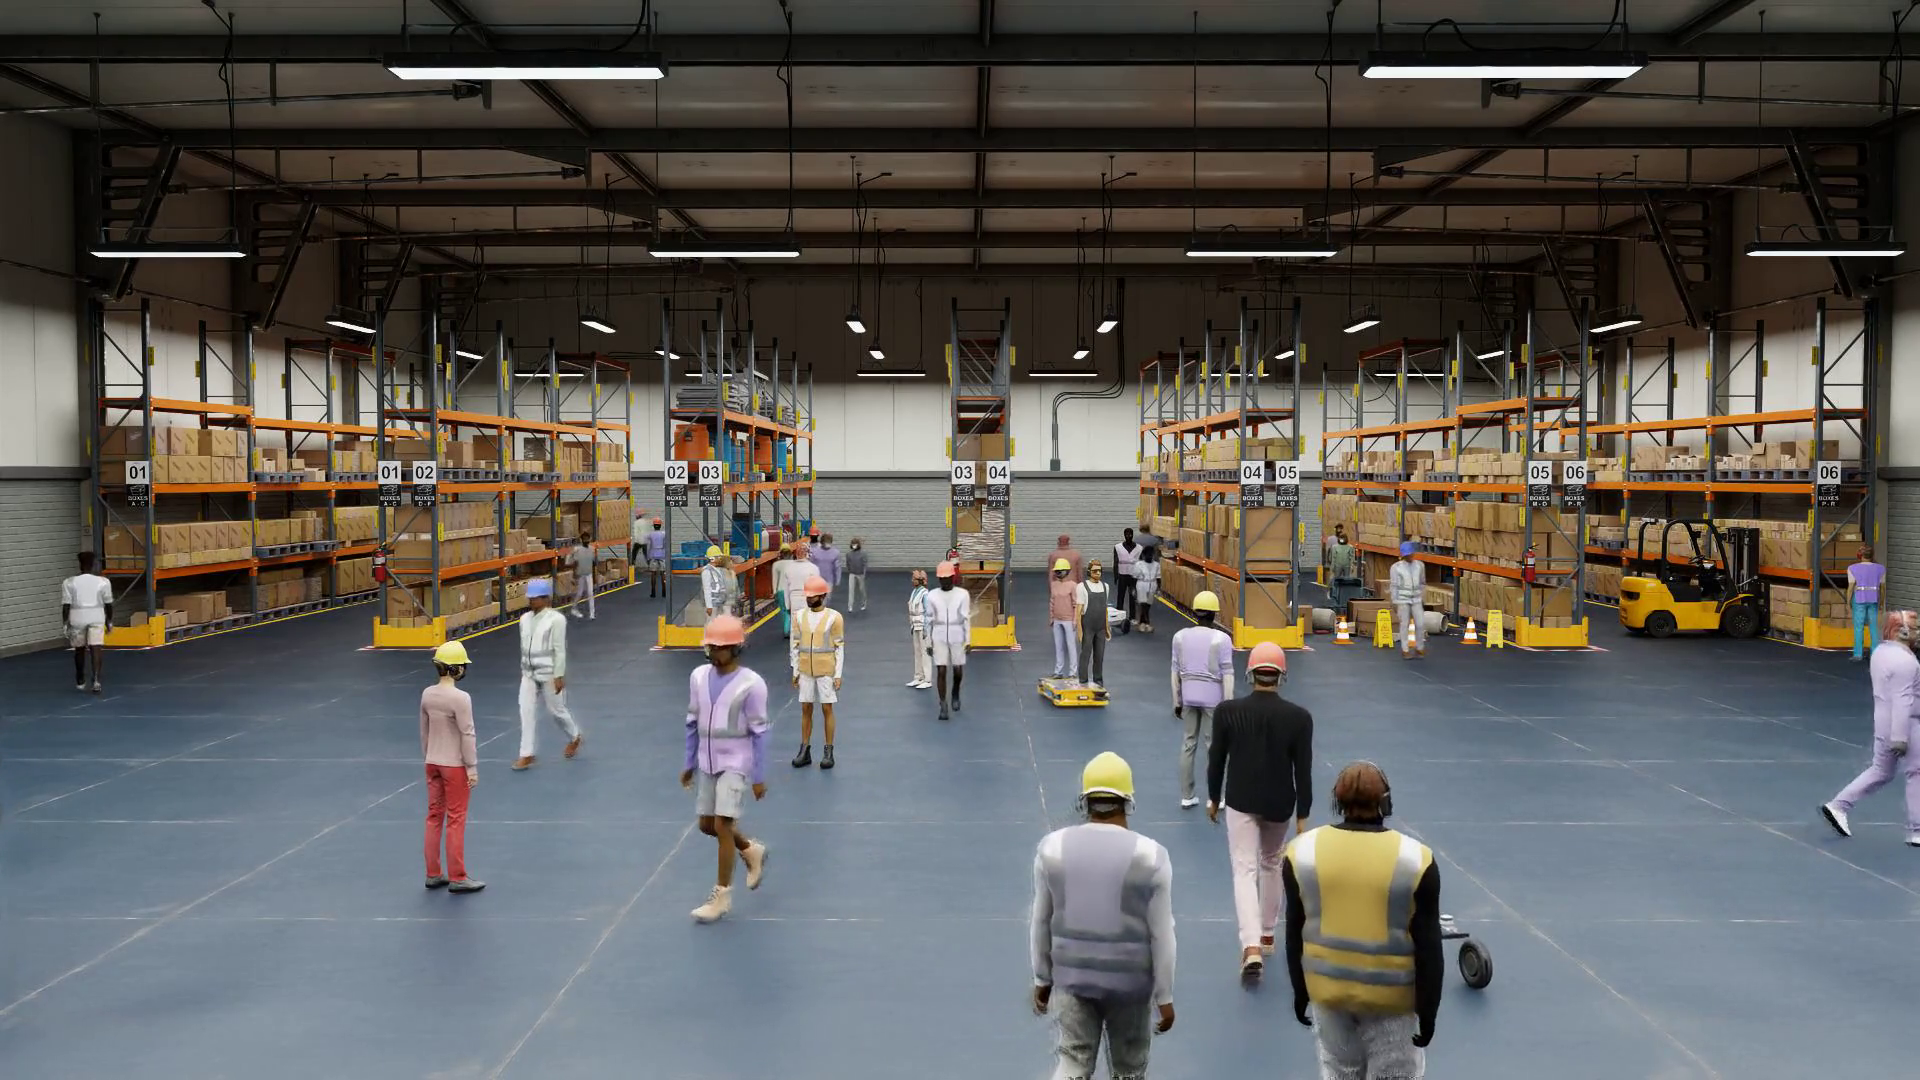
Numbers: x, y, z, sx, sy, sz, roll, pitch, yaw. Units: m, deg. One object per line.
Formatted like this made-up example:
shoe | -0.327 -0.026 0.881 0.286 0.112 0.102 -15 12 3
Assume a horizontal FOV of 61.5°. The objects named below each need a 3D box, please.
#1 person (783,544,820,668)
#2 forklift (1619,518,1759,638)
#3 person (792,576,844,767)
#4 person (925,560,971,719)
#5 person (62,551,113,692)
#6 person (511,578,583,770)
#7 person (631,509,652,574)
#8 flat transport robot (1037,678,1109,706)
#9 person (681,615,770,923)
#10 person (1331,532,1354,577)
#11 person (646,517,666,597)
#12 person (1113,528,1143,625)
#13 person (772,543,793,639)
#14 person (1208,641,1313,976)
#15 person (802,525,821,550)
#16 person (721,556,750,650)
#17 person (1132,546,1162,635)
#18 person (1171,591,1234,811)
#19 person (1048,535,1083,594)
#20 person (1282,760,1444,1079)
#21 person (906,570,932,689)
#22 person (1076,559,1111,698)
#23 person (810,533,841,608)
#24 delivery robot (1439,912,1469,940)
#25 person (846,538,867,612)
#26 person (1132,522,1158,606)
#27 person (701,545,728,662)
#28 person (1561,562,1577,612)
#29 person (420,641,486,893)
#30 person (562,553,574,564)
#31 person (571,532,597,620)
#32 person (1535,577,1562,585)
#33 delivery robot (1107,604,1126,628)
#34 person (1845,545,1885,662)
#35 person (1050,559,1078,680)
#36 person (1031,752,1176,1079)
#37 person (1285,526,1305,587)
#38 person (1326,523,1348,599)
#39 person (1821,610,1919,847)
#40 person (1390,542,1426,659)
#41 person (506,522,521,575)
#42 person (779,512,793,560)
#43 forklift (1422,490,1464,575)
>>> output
person | -2.370 1.009 24.641 0.651 1.907 0.409 1 3 27
forklift | 13.417 0.684 29.791 2.313 2.155 1.214 0 2 0
person | -1.451 1.327 16.335 0.543 1.932 0.376 1 2 17
person | -0.147 1.202 19.588 0.570 1.920 0.463 0 2 2
person | -11.934 1.108 22.088 0.623 1.924 0.997 -1 3 -30
person | -4.204 1.333 16.418 0.609 1.921 0.900 1 3 26
person | -9.613 0.050 48.380 1.040 1.933 0.651 1 3 31
flat transport robot | 1.460 1.977 21.082 0.652 0.197 1.431 0 2 -8
person | -1.536 1.500 10.897 0.633 2.026 0.771 1 3 33
person | 8.855 0.638 37.371 0.503 1.631 0.283 0 2 9
person | -7.336 0.416 39.190 0.544 1.939 0.354 -1 2 -14
person | 3.323 0.715 31.899 0.587 1.920 0.397 0 2 -3
person | -3.143 0.921 29.312 0.529 1.716 0.919 0 2 5
person | 1.808 1.584 9.682 0.607 1.952 1.001 0 2 2
person | -3.031 0.644 33.658 0.564 1.913 0.593 0 2 4
person | -3.862 1.067 27.015 0.858 1.591 0.529 1 2 24
person | 3.470 0.927 29.939 0.542 1.647 0.888 -1 2 -19
person | 2.162 1.412 14.272 0.593 1.922 0.386 2 3 36
person | 1.946 0.829 29.837 0.641 1.863 0.995 0 2 5
person | 1.559 1.780 6.293 0.621 1.824 0.558 1 3 25
person | -0.542 1.232 22.328 0.315 1.641 0.515 -1 2 -23
person | 1.764 1.173 21.277 0.514 1.844 0.333 -1 3 -31
person | -2.552 0.804 30.228 0.655 1.882 1.015 -1 2 -21
delivery robot | 2.705 2.126 9.442 0.335 0.223 0.698 -1 2 -15
person | -2.234 0.749 35.075 0.501 1.594 0.858 0 2 12
person | 4.083 0.553 35.947 0.661 1.918 0.656 0 2 -4
person | -3.893 1.005 25.622 0.404 1.837 0.596 0 2 8
person | 13.179 0.705 34.917 0.498 1.684 0.922 0 2 9
person | -3.615 1.601 11.481 0.533 1.768 0.310 2 3 35
person | -10.724 0.298 43.778 0.546 1.803 1.001 0 2 -1
person | -7.723 0.724 33.143 0.596 1.812 0.941 -2 3 -36
person | 11.624 0.672 32.015 0.620 1.996 0.376 0 2 3
delivery robot | 2.784 1.435 30.056 0.477 0.478 0.707 2 3 38
person | 14.286 1.006 25.466 0.570 1.843 0.373 0 2 5
person | 1.473 1.145 22.966 0.331 1.768 0.526 -2 3 -44
person | 0.557 1.782 6.539 0.609 1.812 0.723 1 2 22
person | 8.783 0.230 42.581 0.614 2.041 0.390 1 2 15
person | 8.786 0.519 37.588 0.546 1.851 0.606 0 2 -7
person | 7.432 1.491 12.912 0.857 1.881 0.651 1 2 13
person | 7.149 0.970 25.757 0.641 1.895 0.596 0 2 -7
person | -10.863 0.446 38.942 0.595 1.906 0.736 0 2 -2
person | -5.011 0.140 46.533 0.646 1.906 0.405 -2 3 -34
forklift | 13.926 -0.371 47.846 1.873 2.768 1.129 0 2 0
